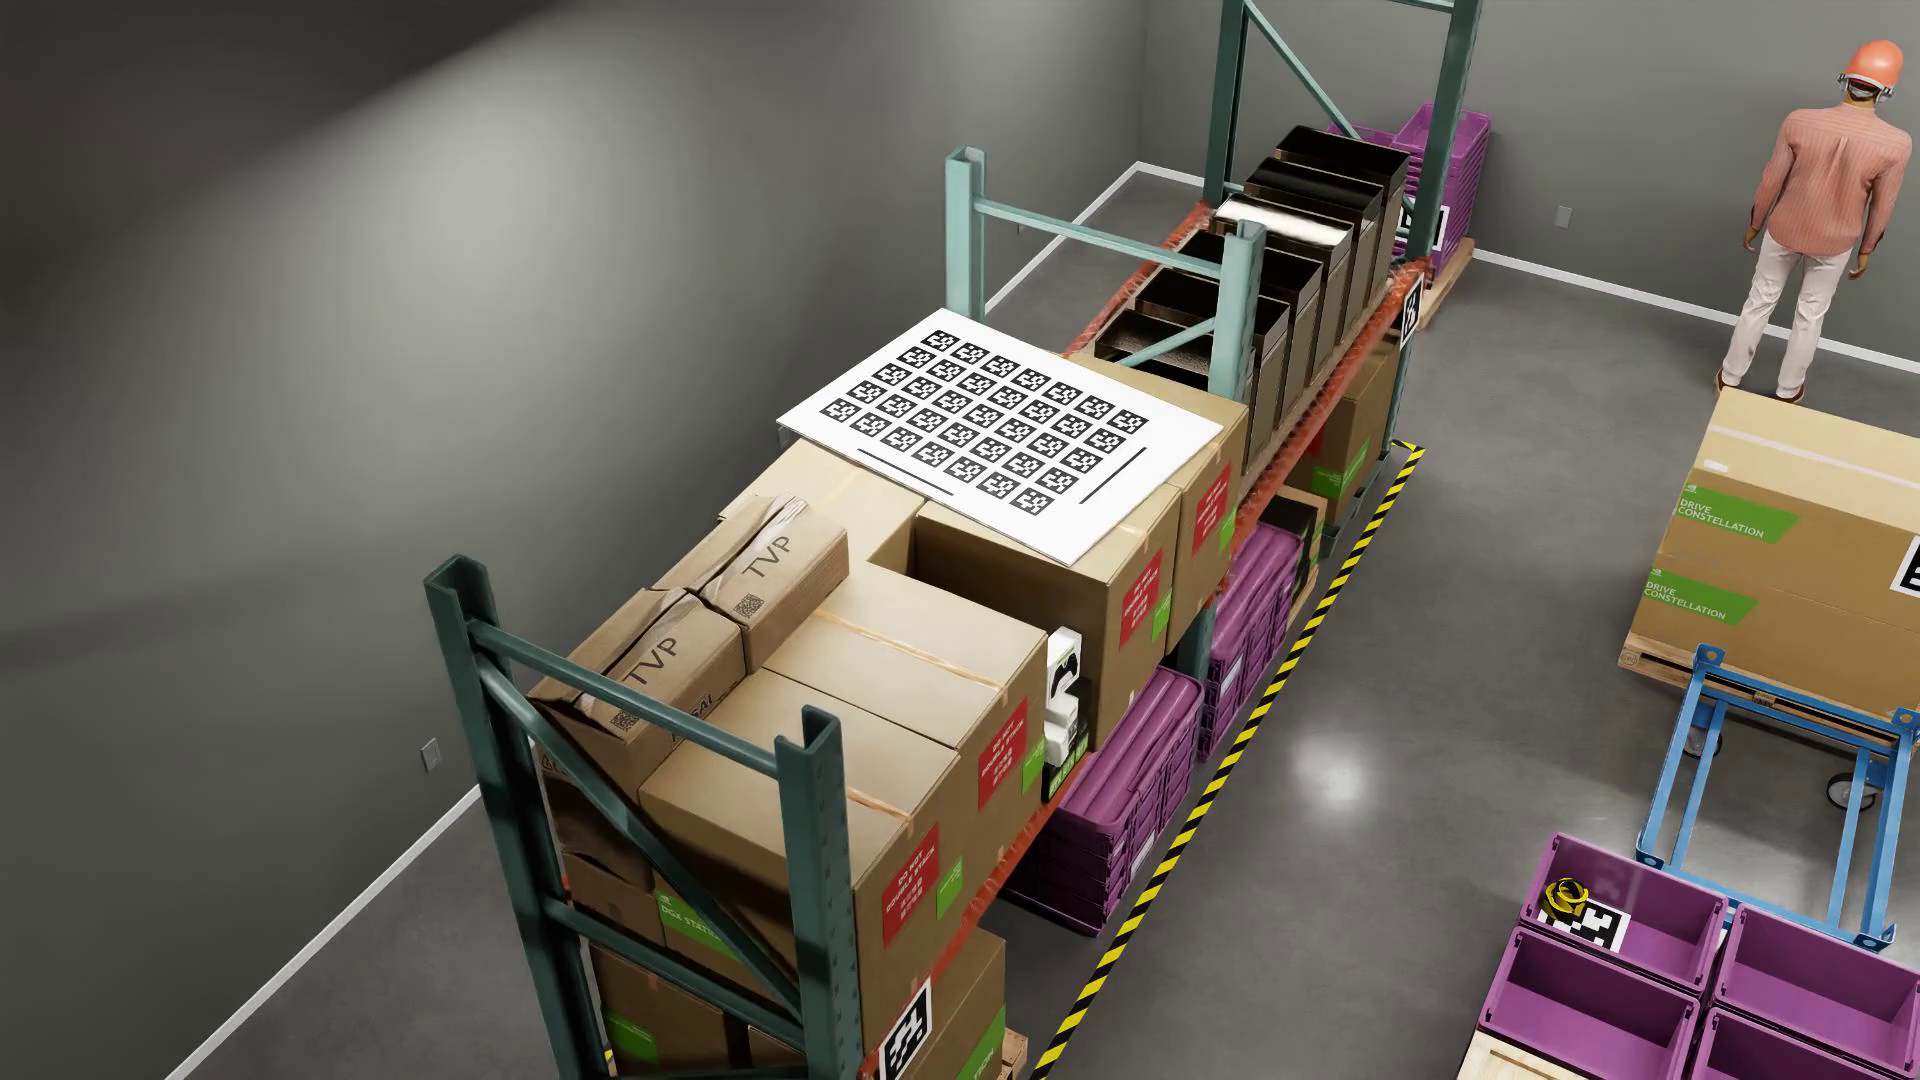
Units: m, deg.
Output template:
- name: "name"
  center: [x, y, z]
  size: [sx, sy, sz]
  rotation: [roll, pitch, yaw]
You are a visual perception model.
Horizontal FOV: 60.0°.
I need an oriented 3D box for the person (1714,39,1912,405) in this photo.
- name: "person"
  center: [4.311, -1.558, 8.410]
  size: [0.622, 1.992, 0.395]
  rotation: [20, 44, 23]
